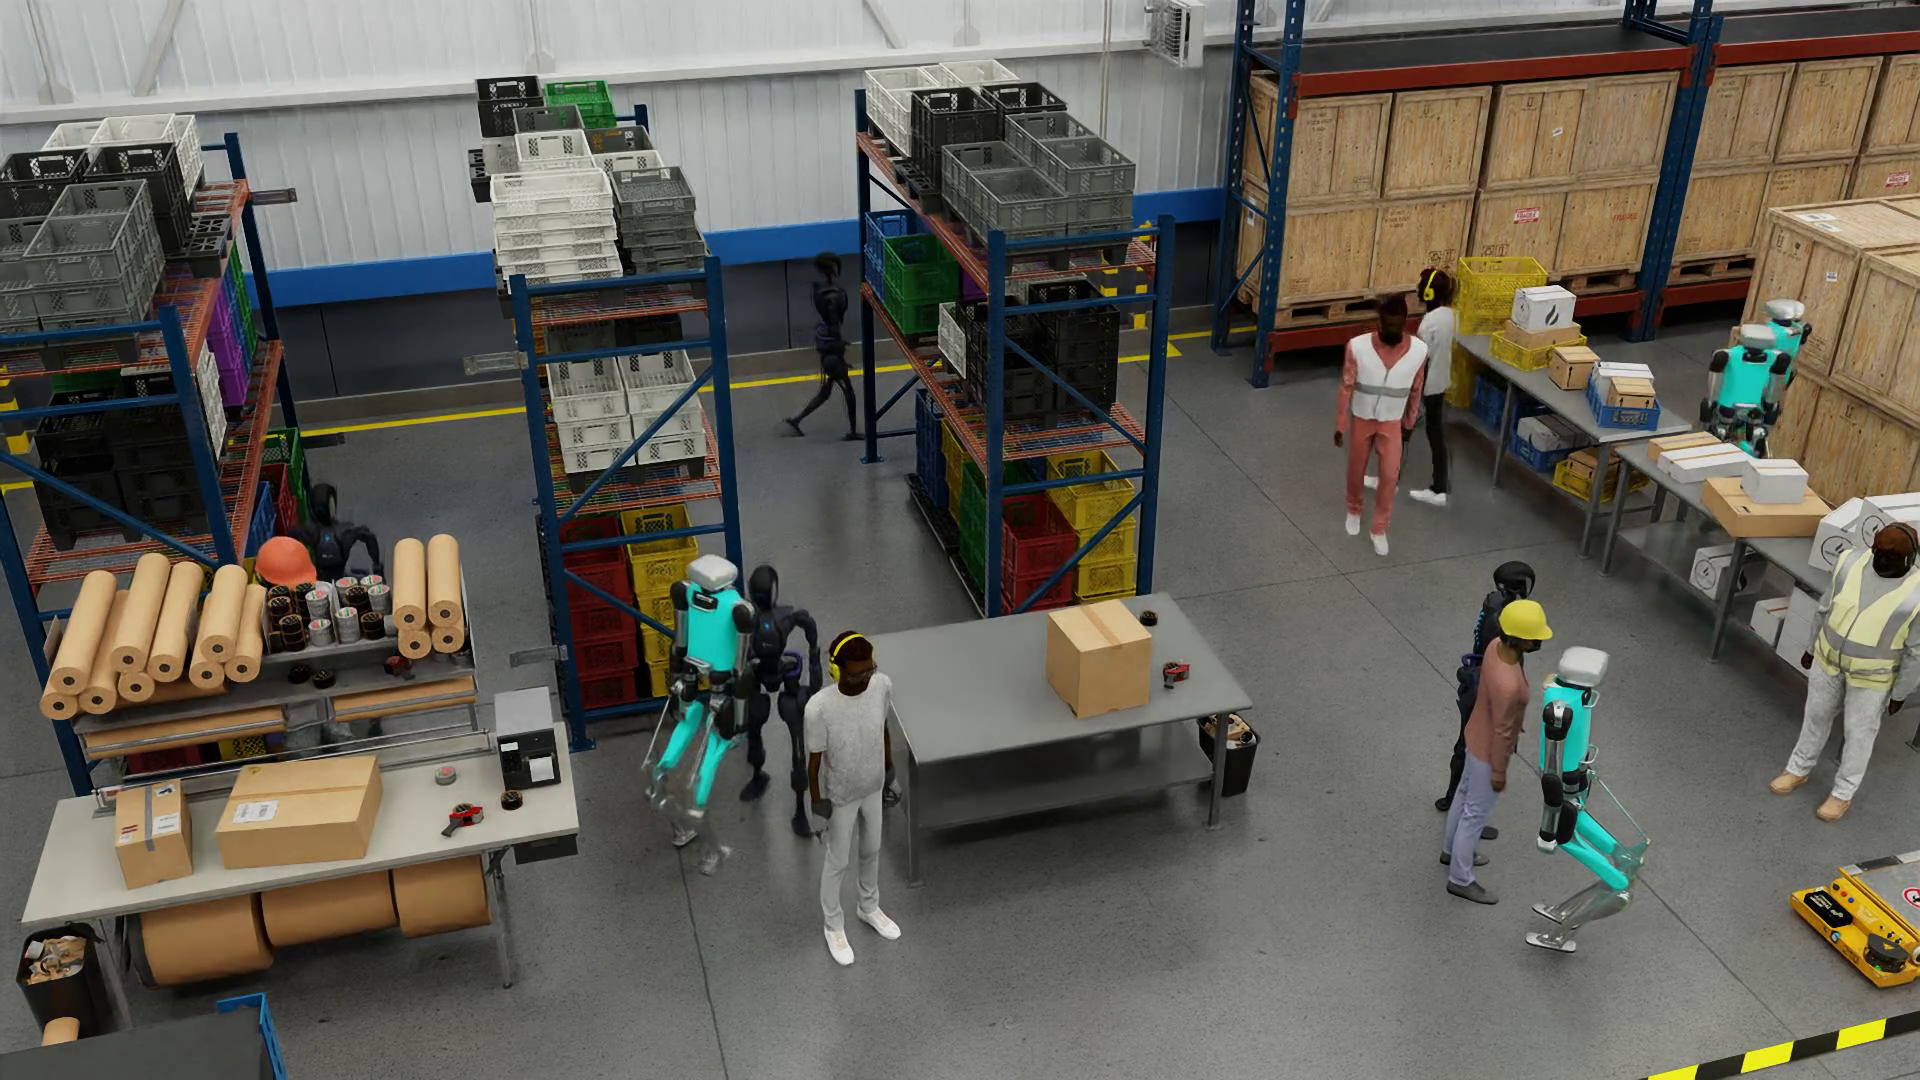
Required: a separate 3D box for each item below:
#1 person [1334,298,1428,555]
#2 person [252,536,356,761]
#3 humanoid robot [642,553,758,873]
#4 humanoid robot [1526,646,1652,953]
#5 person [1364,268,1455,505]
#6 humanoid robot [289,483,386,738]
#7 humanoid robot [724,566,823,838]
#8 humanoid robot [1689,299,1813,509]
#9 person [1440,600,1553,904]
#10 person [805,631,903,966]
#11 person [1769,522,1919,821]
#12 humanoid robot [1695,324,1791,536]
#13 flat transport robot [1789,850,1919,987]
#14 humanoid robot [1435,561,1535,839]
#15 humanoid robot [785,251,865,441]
[{"bbox_3d":[3.003,-0.823,11.977,0.604,1.892,0.774,4,29,8],"label":"person"},{"bbox_3d":[-3.395,0.881,8.724,0.376,2.039,0.605,16,33,27],"label":"person"},{"bbox_3d":[-1.429,0.974,8.834,0.532,1.747,0.745,16,33,27],"label":"humanoid robot"},{"bbox_3d":[3.115,1.319,8.104,0.735,1.671,0.533,16,32,26],"label":"humanoid robot"},{"bbox_3d":[3.467,-1.168,12.641,0.813,1.845,0.573,22,36,34],"label":"person"},{"bbox_3d":[-3.720,0.410,9.994,0.584,1.623,0.774,-6,29,-11],"label":"humanoid robot"},{"bbox_3d":[-1.025,0.848,9.175,0.591,1.633,0.681,-3,29,-5],"label":"humanoid robot"},{"bbox_3d":[5.809,-0.992,12.464,0.536,1.826,0.680,-14,32,-24],"label":"humanoid robot"},{"bbox_3d":[2.787,1.074,8.650,0.327,1.767,0.528,5,29,8],"label":"person"},{"bbox_3d":[-0.512,1.255,8.220,0.532,1.865,0.313,-21,35,-33],"label":"person"},{"bbox_3d":[4.985,0.716,9.242,0.429,1.834,0.630,-17,33,-28],"label":"person"},{"bbox_3d":[5.511,-0.565,11.723,0.531,1.810,0.798,3,29,5],"label":"humanoid robot"},{"bbox_3d":[5.163,1.916,8.676,1.431,0.231,0.659,-8,30,-14],"label":"flat transport robot"},{"bbox_3d":[2.907,0.850,9.135,0.315,1.659,0.599,-2,29,-4],"label":"humanoid robot"},{"bbox_3d":[-1.097,-1.567,13.593,0.708,1.652,0.600,-4,29,-6],"label":"humanoid robot"}]
